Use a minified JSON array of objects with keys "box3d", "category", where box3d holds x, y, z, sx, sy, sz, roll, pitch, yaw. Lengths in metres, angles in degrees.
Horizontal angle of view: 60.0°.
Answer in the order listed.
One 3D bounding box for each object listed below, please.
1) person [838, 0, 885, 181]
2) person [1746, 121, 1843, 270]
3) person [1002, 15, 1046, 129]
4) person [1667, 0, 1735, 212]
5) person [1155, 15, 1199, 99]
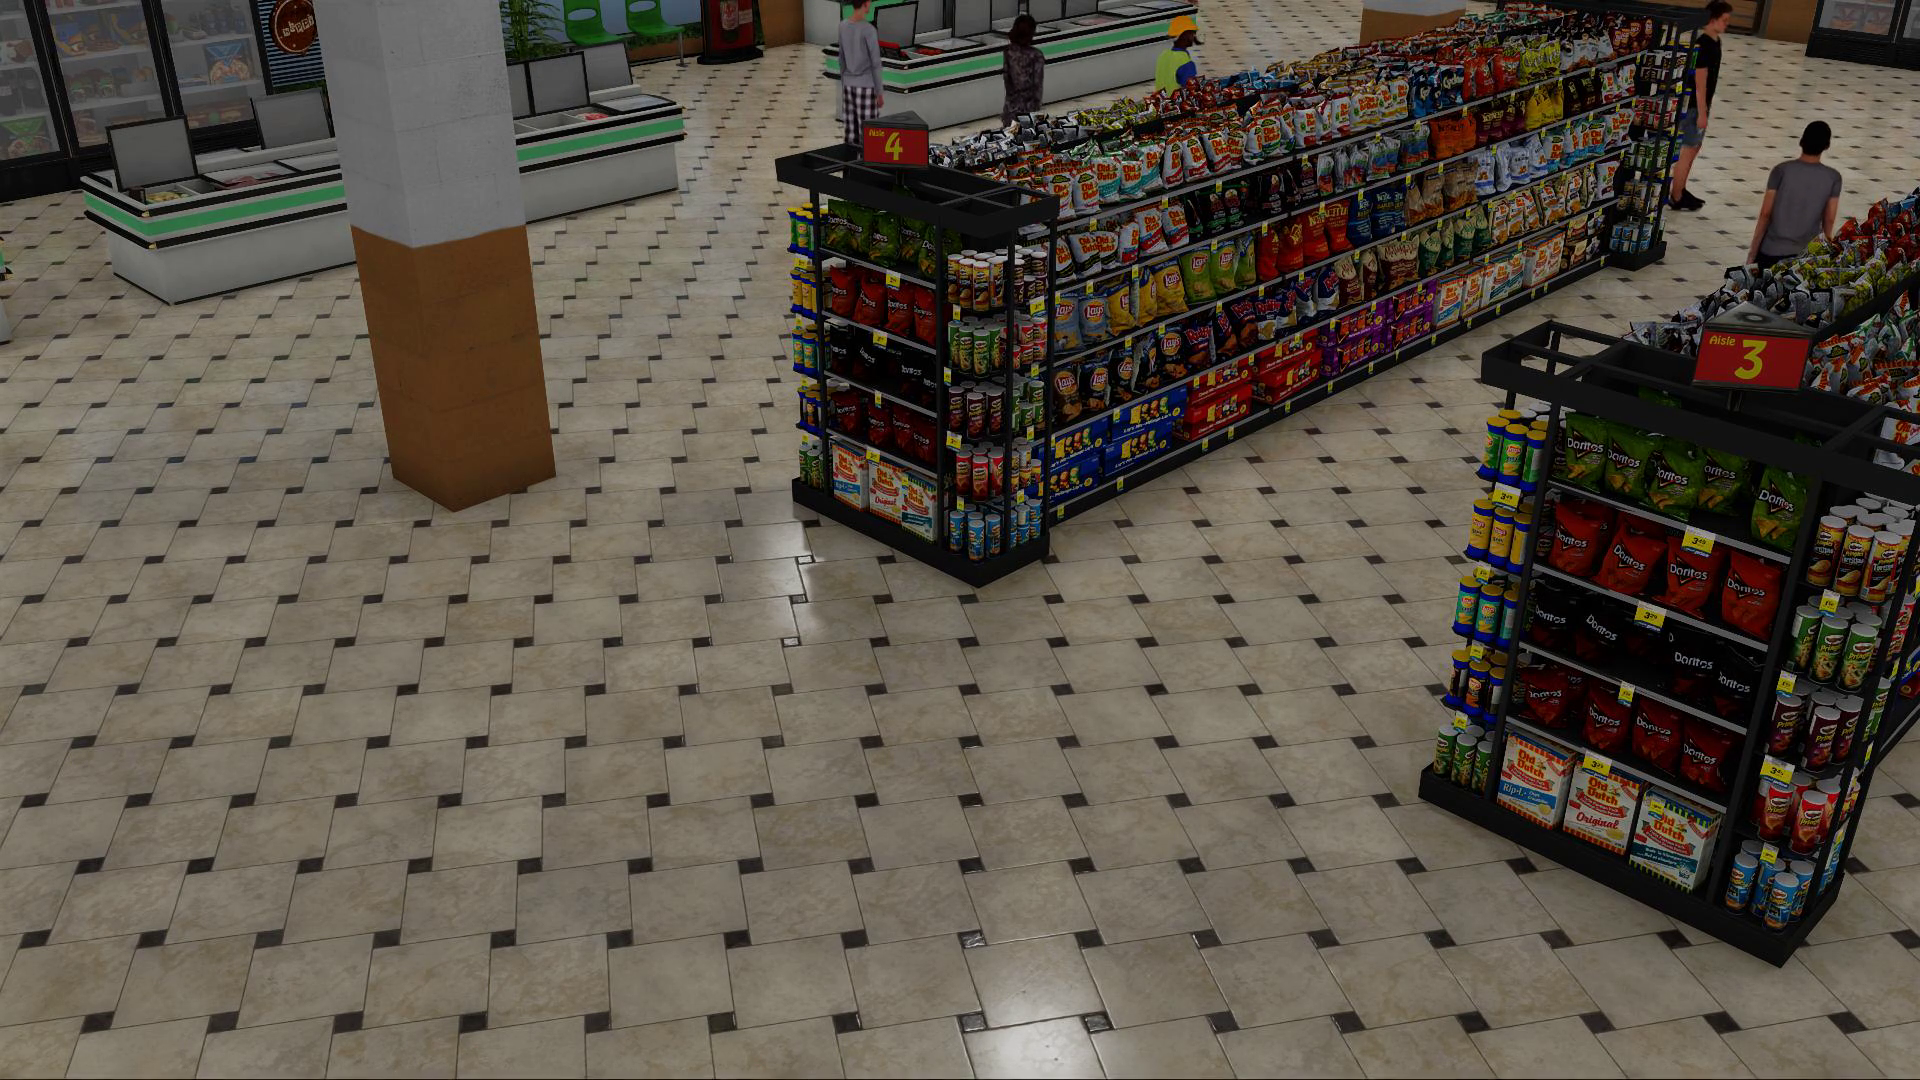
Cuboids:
[{"box3d":[-0.927,-4.195,15.476,0.646,1.847,0.563,21,33,35],"category":"person"},{"box3d":[5.480,-1.871,11.015,0.815,1.737,0.901,10,28,18],"category":"person"},{"box3d":[0.510,-3.754,14.808,0.814,1.664,1.199,14,30,25],"category":"person"},{"box3d":[6.535,-3.882,14.865,0.795,1.841,0.637,13,30,24],"category":"person"},{"box3d":[1.856,-3.576,14.292,0.685,1.813,0.735,-13,30,-24],"category":"person"}]
